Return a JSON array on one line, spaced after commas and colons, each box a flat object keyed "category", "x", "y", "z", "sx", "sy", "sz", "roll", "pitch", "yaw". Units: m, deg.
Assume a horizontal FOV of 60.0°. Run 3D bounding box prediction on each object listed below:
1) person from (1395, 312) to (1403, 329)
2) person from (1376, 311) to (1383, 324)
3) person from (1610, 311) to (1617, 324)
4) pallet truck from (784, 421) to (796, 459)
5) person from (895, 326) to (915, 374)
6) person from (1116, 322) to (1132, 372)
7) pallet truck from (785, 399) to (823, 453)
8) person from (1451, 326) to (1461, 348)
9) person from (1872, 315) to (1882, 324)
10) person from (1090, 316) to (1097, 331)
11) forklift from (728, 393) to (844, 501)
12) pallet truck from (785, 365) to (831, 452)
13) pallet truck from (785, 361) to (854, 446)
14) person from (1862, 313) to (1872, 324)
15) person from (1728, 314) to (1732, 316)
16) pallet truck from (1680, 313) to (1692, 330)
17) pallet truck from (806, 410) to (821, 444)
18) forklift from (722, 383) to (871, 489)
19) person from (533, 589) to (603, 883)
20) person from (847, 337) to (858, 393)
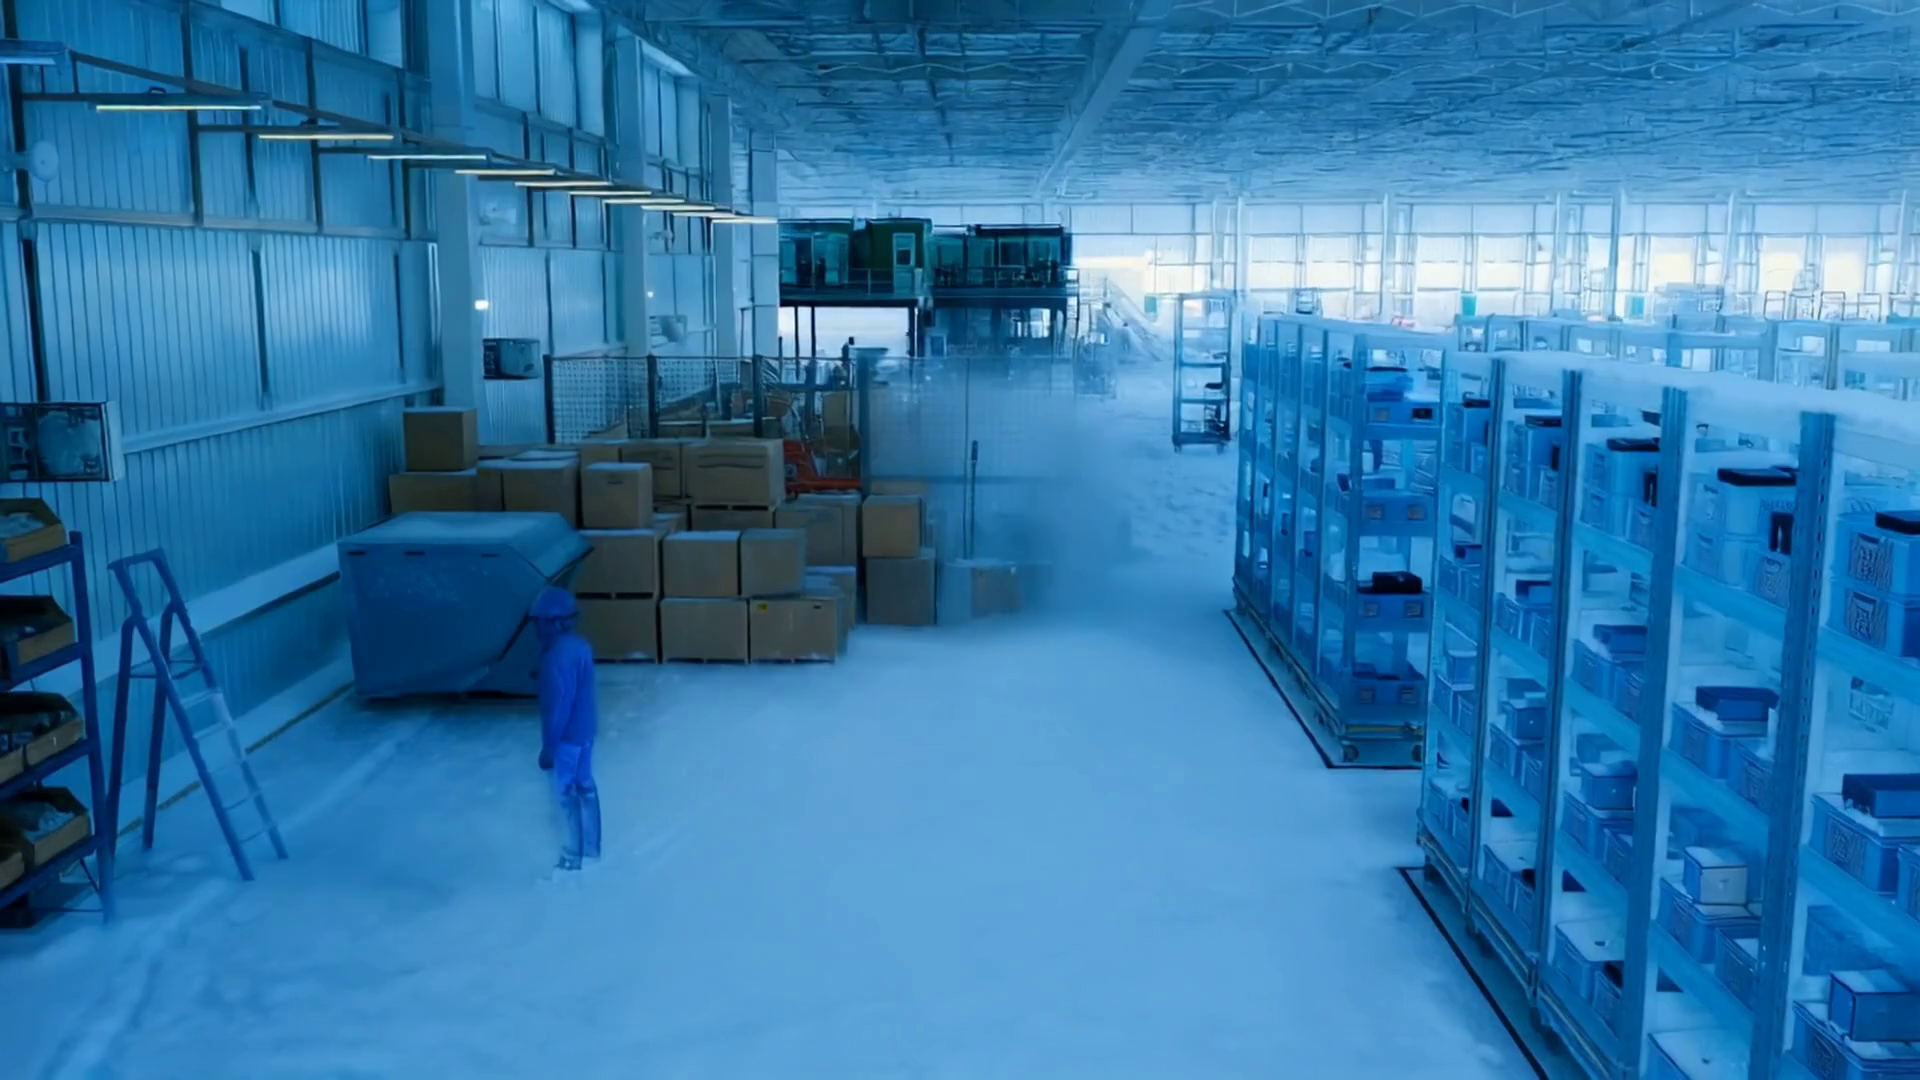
[{"category": "person", "x": 24.328, "y": -11.751, "z": 92.404, "sx": 0.888, "sy": 1.803, "sz": 0.620, "roll": 9, "pitch": 13, "yaw": 43}, {"category": "person", "x": 23.216, "y": -11.721, "z": 91.884, "sx": 0.673, "sy": 1.898, "sz": 0.611, "roll": 3, "pitch": 10, "yaw": 17}, {"category": "person", "x": 34.333, "y": -11.069, "z": 87.700, "sx": 0.995, "sy": 1.941, "sz": 0.661, "roll": 5, "pitch": 10, "yaw": 27}, {"category": "pallet truck", "x": -4.013, "y": -1.793, "z": 32.705, "sx": 1.601, "sy": 1.201, "sz": 0.680, "roll": 0, "pitch": 9, "yaw": 1}, {"category": "person", "x": -2.148, "y": -7.469, "z": 65.611, "sx": 0.777, "sy": 1.916, "sz": 0.555, "roll": -2, "pitch": 10, "yaw": -14}, {"category": "person", "x": 6.743, "y": -7.859, "z": 67.787, "sx": 0.936, "sy": 1.986, "sz": 0.717, "roll": -3, "pitch": 10, "yaw": -21}, {"category": "pallet truck", "x": -3.814, "y": -2.432, "z": 36.419, "sx": 1.630, "sy": 1.274, "sz": 0.653, "roll": 0, "pitch": 9, "yaw": 1}, {"category": "person", "x": 18.978, "y": -7.175, "z": 63.408, "sx": 0.903, "sy": 2.000, "sz": 0.680, "roll": 2, "pitch": 9, "yaw": 13}, {"category": "person", "x": 49.511, "y": -11.309, "z": 89.870, "sx": 0.605, "sy": 1.715, "sz": 0.502, "roll": -8, "pitch": 12, "yaw": -42}, {"category": "person", "x": 7.462, "y": -12.048, "z": 93.896, "sx": 0.547, "sy": 1.914, "sz": 0.837, "roll": -5, "pitch": 10, "yaw": -27}, {"category": "forklift", "x": -2.979, "y": -1.316, "z": 26.476, "sx": 2.680, "sy": 1.987, "sz": 1.157, "roll": 0, "pitch": 9, "yaw": 1}, {"category": "pallet truck", "x": -3.774, "y": -2.976, "z": 37.635, "sx": 1.885, "sy": 1.965, "sz": 0.823, "roll": 1, "pitch": 9, "yaw": 5}, {"category": "pallet truck", "x": -3.410, "y": -3.193, "z": 38.978, "sx": 1.885, "sy": 1.965, "sz": 0.823, "roll": 0, "pitch": 9, "yaw": -1}, {"category": "person", "x": 49.658, "y": -11.551, "z": 91.134, "sx": 0.896, "sy": 1.815, "sz": 0.511, "roll": -5, "pitch": 11, "yaw": -30}, {"category": "person", "x": 40.506, "y": -10.949, "z": 87.351, "sx": 0.556, "sy": 1.820, "sz": 0.544, "roll": 7, "pitch": 11, "yaw": 35}, {"category": "pallet truck", "x": 36.315, "y": -10.531, "z": 84.244, "sx": 0.823, "sy": 1.965, "sz": 1.885, "roll": -6, "pitch": 11, "yaw": -33}, {"category": "pallet truck", "x": -3.559, "y": -2.018, "z": 33.905, "sx": 1.522, "sy": 1.261, "sz": 0.704, "roll": 0, "pitch": 9, "yaw": -1}, {"category": "forklift", "x": -2.893, "y": -1.687, "z": 28.729, "sx": 2.680, "sy": 1.987, "sz": 1.157, "roll": 0, "pitch": 9, "yaw": -1}, {"category": "person", "x": -2.667, "y": 1.311, "z": 11.247, "sx": 0.406, "sy": 1.987, "sz": 0.608, "roll": 2, "pitch": 9, "yaw": 12}, {"category": "person", "x": -3.618, "y": -5.857, "z": 55.767, "sx": 0.355, "sy": 1.883, "sz": 0.574, "roll": 0, "pitch": 9, "yaw": 1}]
